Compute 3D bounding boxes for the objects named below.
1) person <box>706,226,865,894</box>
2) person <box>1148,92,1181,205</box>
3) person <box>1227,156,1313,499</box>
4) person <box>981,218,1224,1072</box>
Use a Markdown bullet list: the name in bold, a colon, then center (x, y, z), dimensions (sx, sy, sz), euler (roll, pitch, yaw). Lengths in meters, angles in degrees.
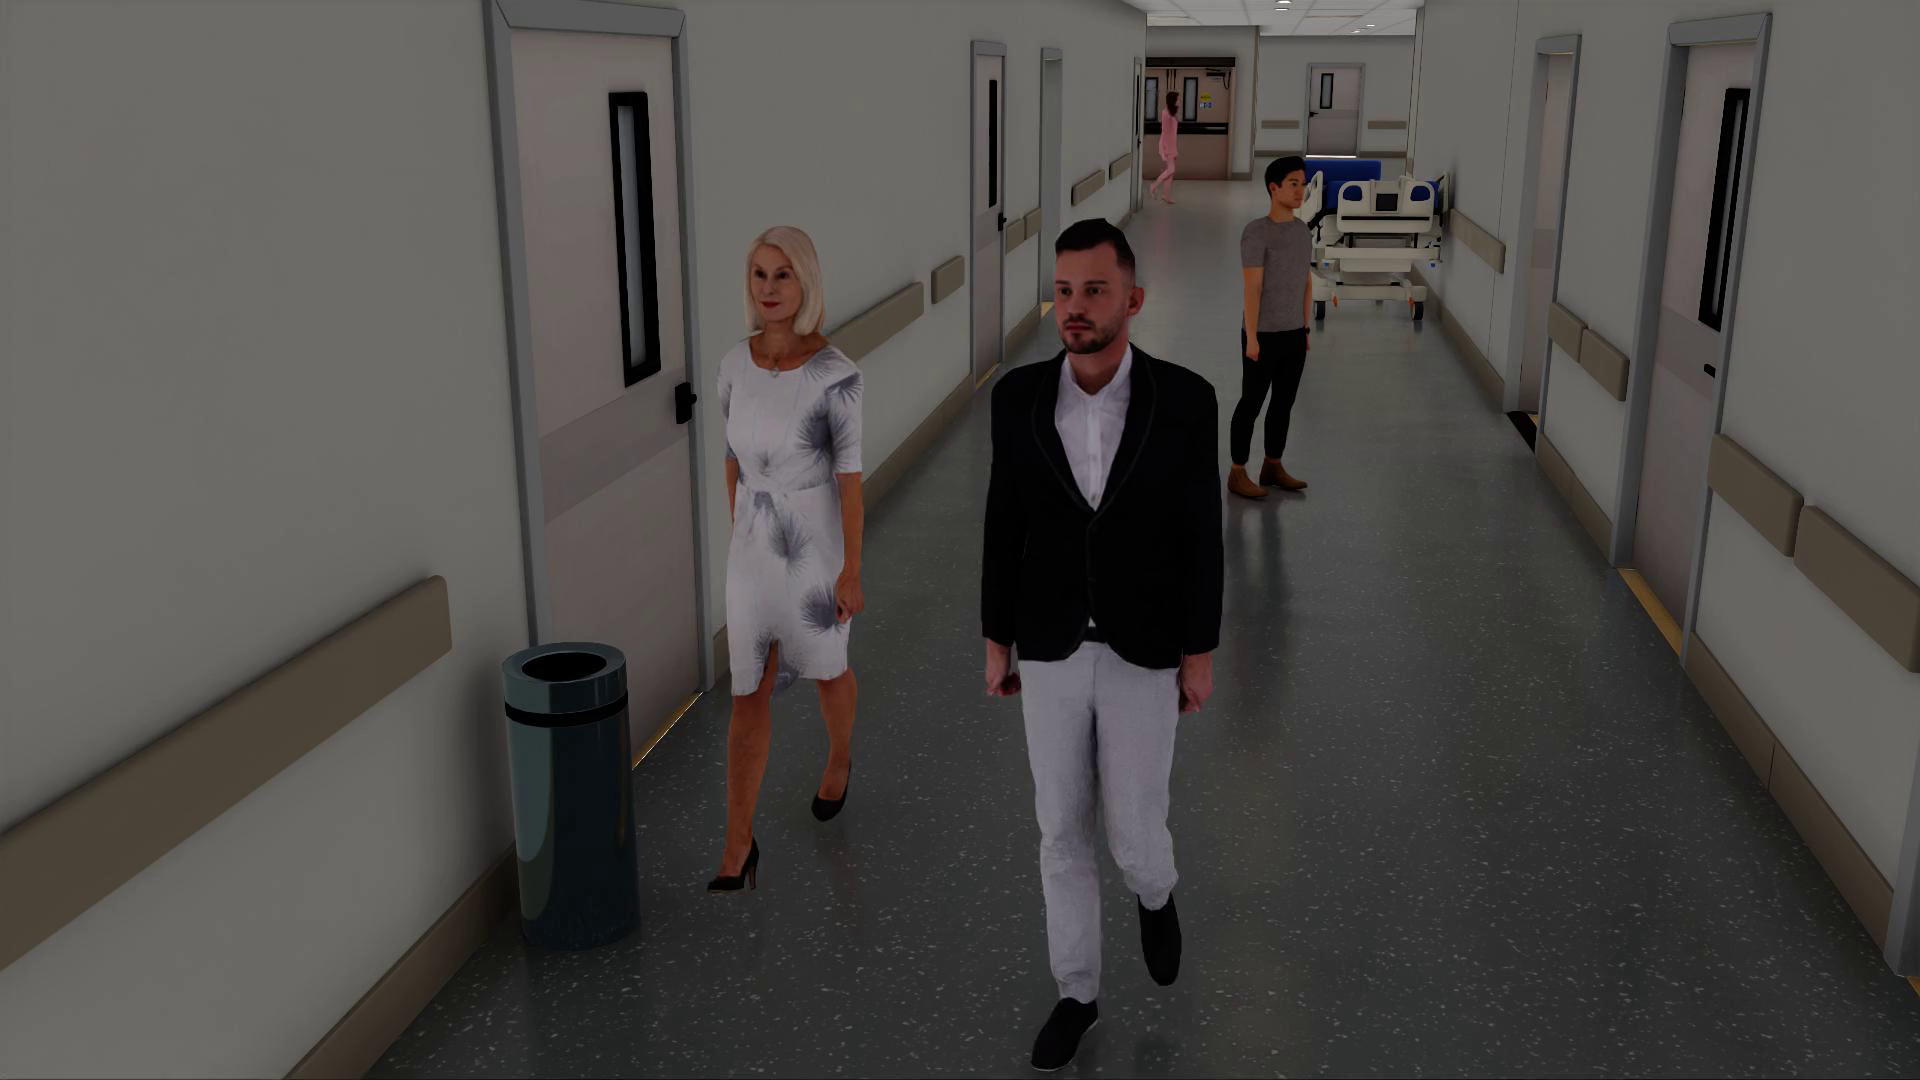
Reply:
- **person**: center (-0.418, 0.051, 4.495), dimensions (1.035, 1.694, 0.720), euler (4, 16, 15)
- **person**: center (3.322, -6.391, 27.182), dimensions (0.783, 1.782, 0.713), euler (7, 17, 22)
- **person**: center (1.597, -1.085, 8.482), dimensions (0.664, 1.717, 0.723), euler (-11, 19, -34)
- **person**: center (0.328, 0.224, 3.627), dimensions (0.775, 1.831, 0.791), euler (5, 17, 18)
